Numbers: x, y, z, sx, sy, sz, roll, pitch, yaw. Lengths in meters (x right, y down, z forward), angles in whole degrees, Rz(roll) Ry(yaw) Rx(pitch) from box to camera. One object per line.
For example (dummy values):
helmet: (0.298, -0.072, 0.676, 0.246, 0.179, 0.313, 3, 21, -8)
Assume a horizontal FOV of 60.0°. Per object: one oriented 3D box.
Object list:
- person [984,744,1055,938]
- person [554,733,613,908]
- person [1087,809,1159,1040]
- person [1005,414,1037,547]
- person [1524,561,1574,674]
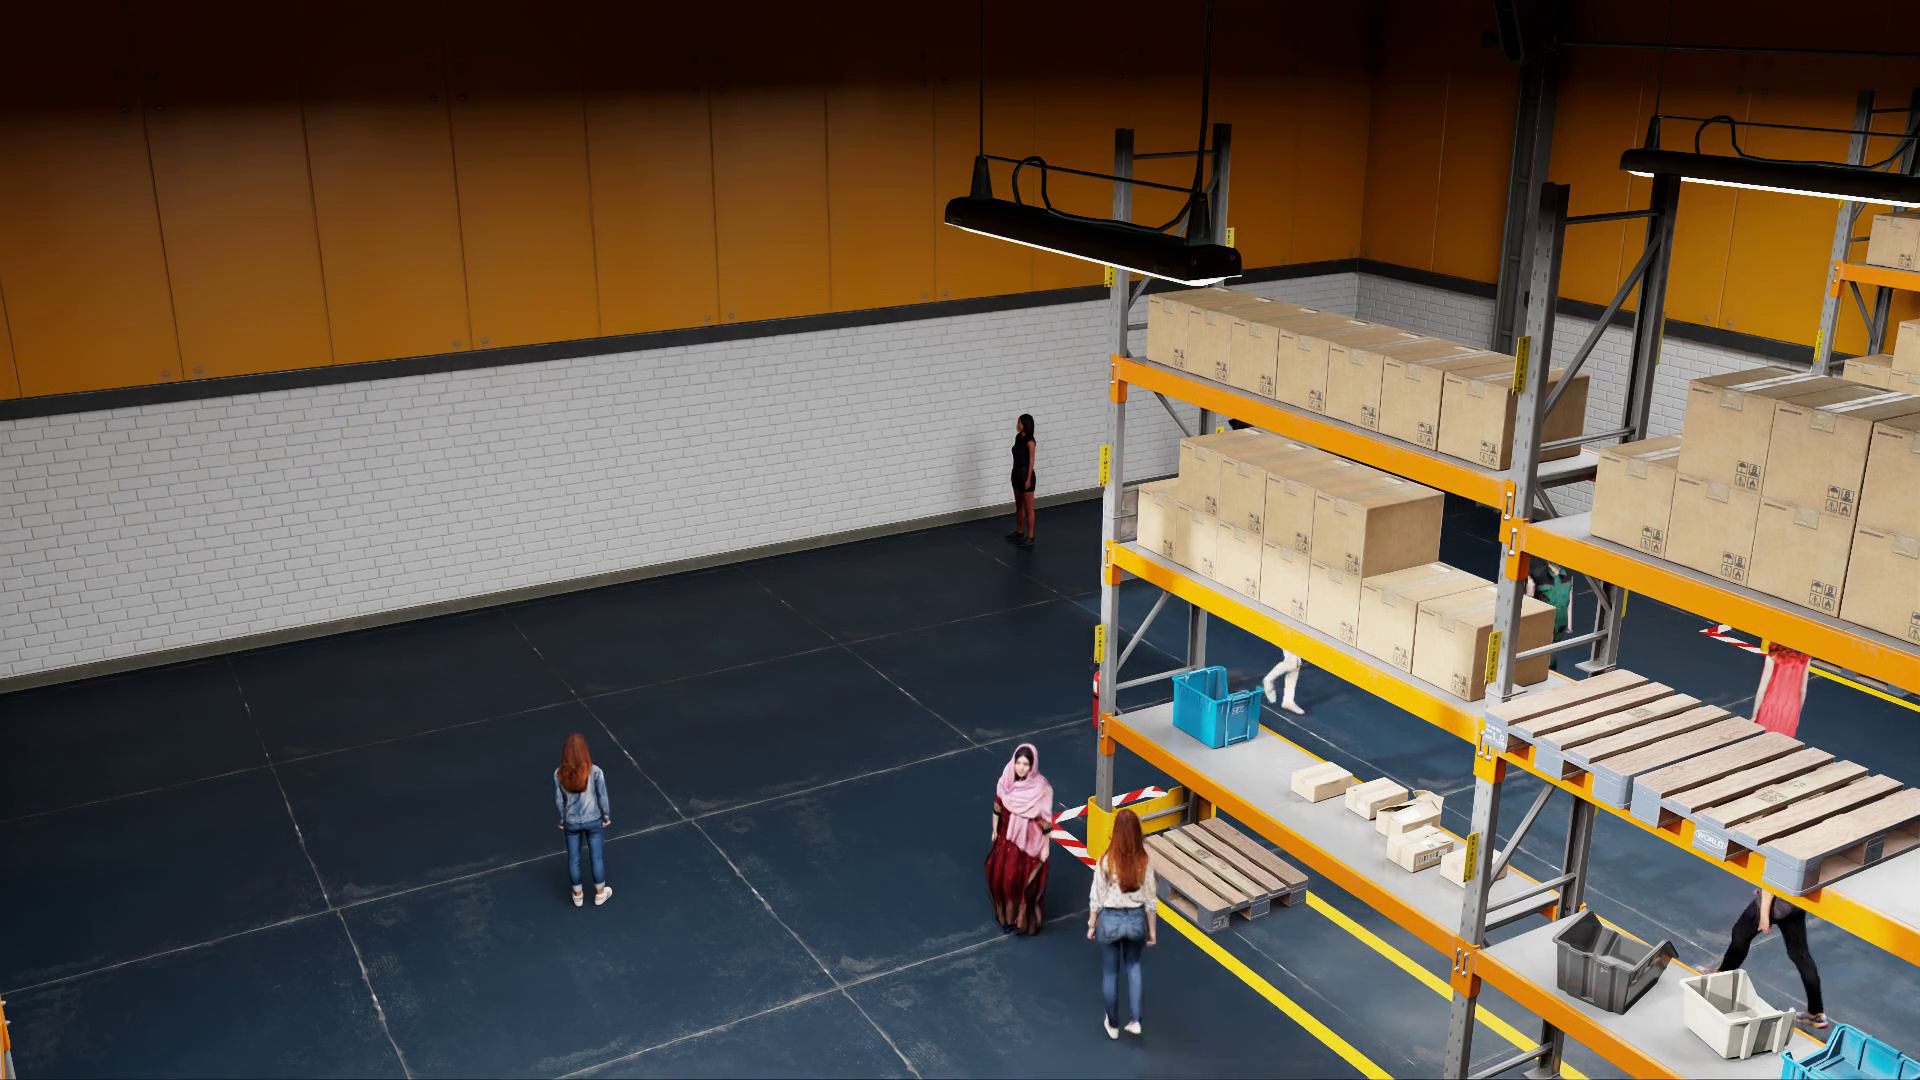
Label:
person: (0.495, 2.253, 12.772, 0.817, 1.643, 0.892, 7, 20, 20)
person: (-2.987, 2.210, 13.160, 0.635, 1.477, 0.641, -1, 19, -3)
person: (1.126, 2.689, 11.367, 0.729, 1.715, 0.776, -3, 19, -9)
person: (0.831, -0.795, 21.673, 0.650, 1.741, 0.448, -10, 21, -27)
person: (5.857, 0.847, 16.700, 0.802, 1.802, 1.162, -6, 19, -17)
